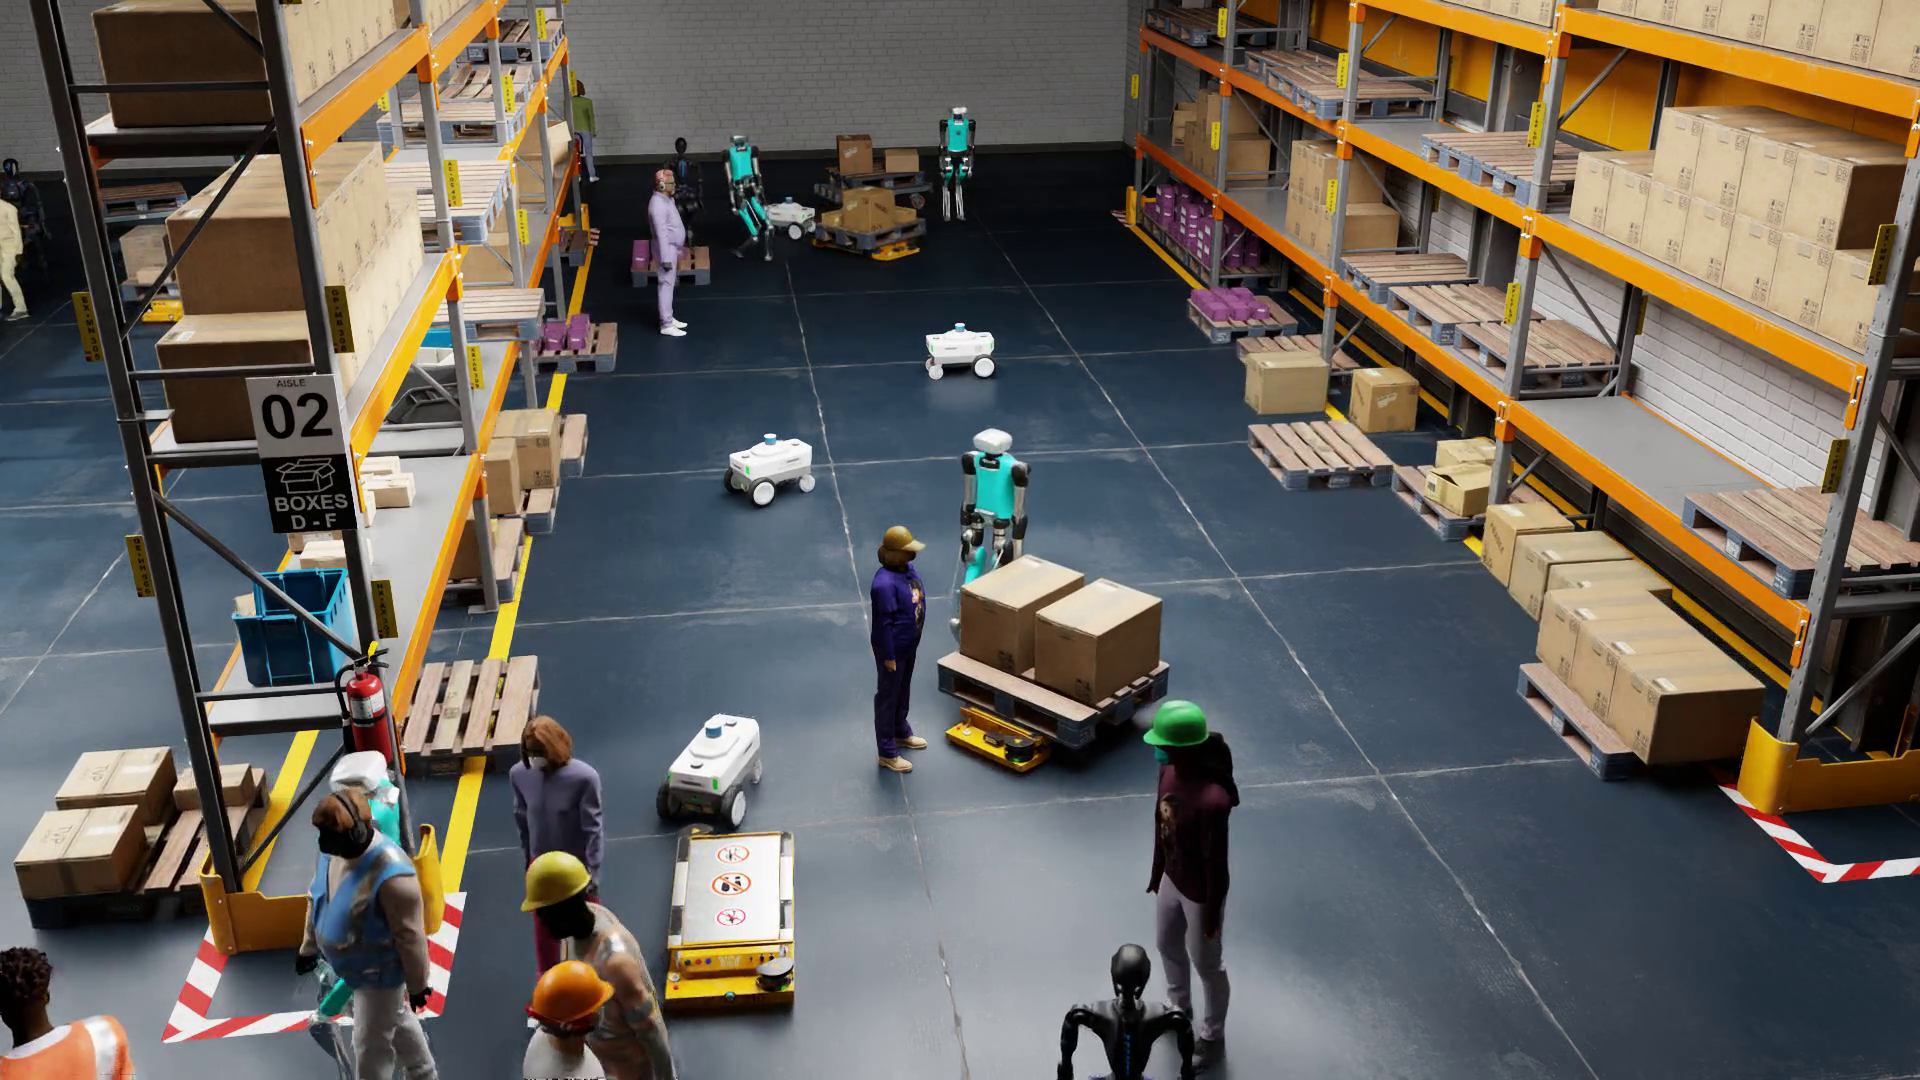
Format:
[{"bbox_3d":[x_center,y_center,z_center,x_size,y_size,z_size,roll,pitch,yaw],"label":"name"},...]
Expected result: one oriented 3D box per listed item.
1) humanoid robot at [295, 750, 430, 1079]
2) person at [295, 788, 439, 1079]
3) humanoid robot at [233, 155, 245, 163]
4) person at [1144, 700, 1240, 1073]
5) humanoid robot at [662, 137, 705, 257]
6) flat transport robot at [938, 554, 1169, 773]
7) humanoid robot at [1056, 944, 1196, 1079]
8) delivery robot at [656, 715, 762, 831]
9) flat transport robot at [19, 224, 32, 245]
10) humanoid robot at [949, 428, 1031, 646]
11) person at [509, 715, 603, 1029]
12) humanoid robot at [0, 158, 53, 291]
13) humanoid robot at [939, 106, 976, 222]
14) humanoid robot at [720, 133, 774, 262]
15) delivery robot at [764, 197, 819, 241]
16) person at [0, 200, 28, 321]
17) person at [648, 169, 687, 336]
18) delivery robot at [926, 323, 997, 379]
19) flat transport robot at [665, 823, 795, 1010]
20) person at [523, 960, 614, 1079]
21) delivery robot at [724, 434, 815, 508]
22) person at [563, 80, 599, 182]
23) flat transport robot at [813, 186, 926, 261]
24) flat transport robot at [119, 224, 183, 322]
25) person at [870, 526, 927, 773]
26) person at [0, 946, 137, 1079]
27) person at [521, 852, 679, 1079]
[{"bbox_3d":[-2.885,1.820,7.746,0.705,1.829,0.533,-3,24,-6],"label":"humanoid robot"},{"bbox_3d":[-2.711,1.923,7.379,0.753,1.813,0.643,-21,31,-40],"label":"person"},{"bbox_3d":[-10.074,-5.296,23.924,0.546,1.736,1.027,0,24,0],"label":"humanoid robot"},{"bbox_3d":[1.072,1.625,7.912,0.445,1.934,0.499,-10,26,-21],"label":"person"},{"bbox_3d":[-3.735,-4.561,22.330,0.608,1.649,0.326,-8,25,-19],"label":"humanoid robot"},{"bbox_3d":[0.620,1.108,11.153,0.659,0.231,1.431,20,30,37],"label":"flat transport robot"},{"bbox_3d":[0.650,2.340,6.655,0.601,1.640,0.763,2,24,4],"label":"humanoid robot"},{"bbox_3d":[-1.492,1.378,10.171,0.499,0.585,0.765,7,25,15],"label":"delivery robot"},{"bbox_3d":[-13.358,-4.143,23.117,0.659,0.231,1.431,-5,24,-12],"label":"flat transport robot"},{"bbox_3d":[0.121,0.166,11.503,0.540,1.811,0.687,16,28,32],"label":"humanoid robot"},{"bbox_3d":[-2.000,1.597,8.362,0.503,1.604,0.720,4,24,9],"label":"person"},{"bbox_3d":[-11.796,-3.982,20.980,0.599,1.657,0.315,-3,24,-8],"label":"humanoid robot"},{"bbox_3d":[-0.075,-5.510,24.243,0.533,1.673,0.735,-3,24,-8],"label":"humanoid robot"},{"bbox_3d":[-2.757,-4.476,22.047,0.549,1.718,0.994,-15,28,-31],"label":"humanoid robot"},{"bbox_3d":[-2.410,-4.586,23.792,0.784,0.612,0.499,11,26,24],"label":"delivery robot"},{"bbox_3d":[-11.420,-3.448,19.725,0.618,1.709,0.459,7,25,15],"label":"person"},{"bbox_3d":[-3.363,-3.326,19.221,0.405,1.906,0.649,-2,24,-5],"label":"person"},{"bbox_3d":[0.001,-2.052,17.962,0.739,0.566,0.499,-3,24,-8],"label":"delivery robot"},{"bbox_3d":[-1.235,2.017,9.082,0.659,0.231,1.431,-2,24,-5],"label":"flat transport robot"},{"bbox_3d":[-1.456,2.395,6.230,0.684,1.873,0.586,-10,26,-21],"label":"person"},{"bbox_3d":[-1.686,-0.643,14.792,0.802,0.598,0.499,-17,29,-33],"label":"delivery robot"},{"bbox_3d":[-6.207,-6.686,27.211,0.500,1.631,0.285,2,24,4],"label":"person"},{"bbox_3d":[-1.305,-4.113,23.049,1.431,0.231,0.659,19,30,36],"label":"flat transport robot"},{"bbox_3d":[-9.480,-2.969,20.443,0.659,0.231,1.431,-3,24,-6],"label":"flat transport robot"},{"bbox_3d":[-0.377,0.665,10.474,0.333,1.623,0.450,8,25,17],"label":"person"},{"bbox_3d":[-3.293,2.385,6.195,0.956,1.927,0.604,17,29,33],"label":"person"},{"bbox_3d":[-1.426,2.109,6.875,0.590,1.874,0.631,-13,27,-28],"label":"person"}]
